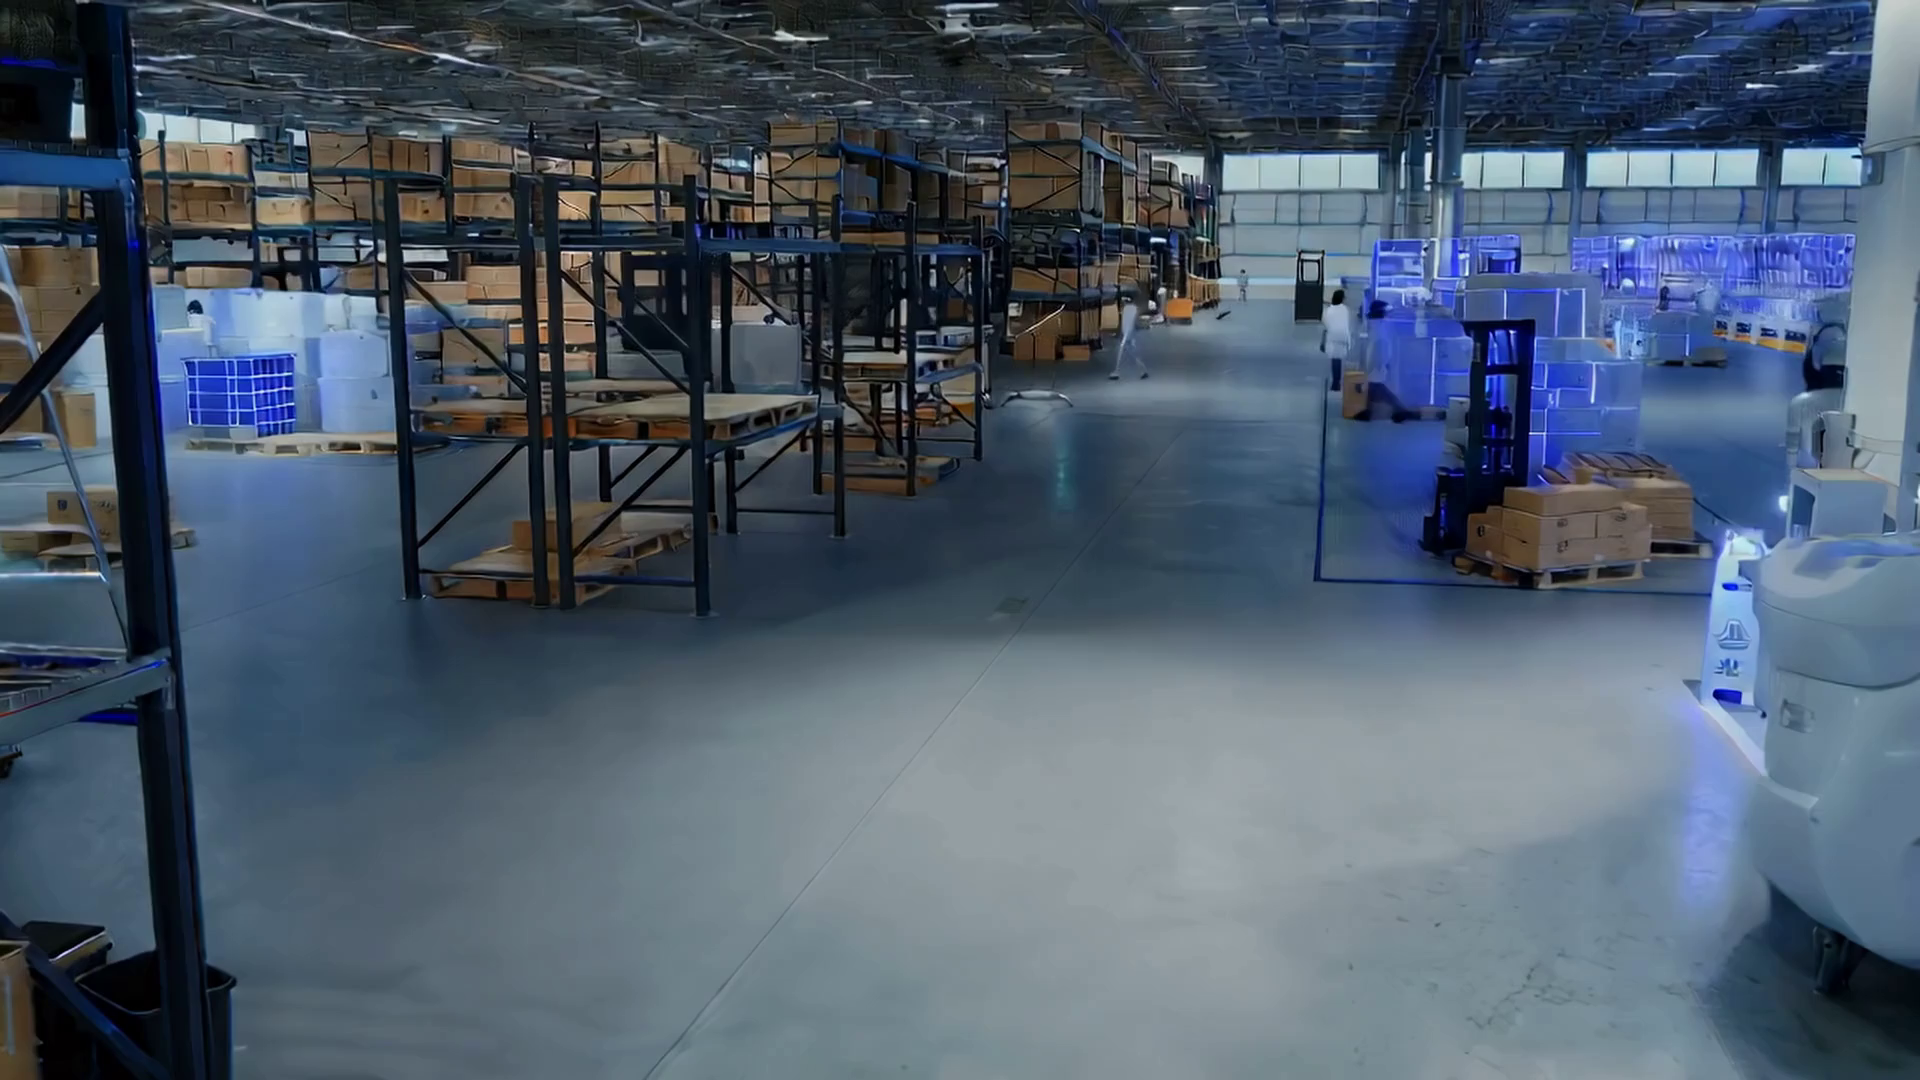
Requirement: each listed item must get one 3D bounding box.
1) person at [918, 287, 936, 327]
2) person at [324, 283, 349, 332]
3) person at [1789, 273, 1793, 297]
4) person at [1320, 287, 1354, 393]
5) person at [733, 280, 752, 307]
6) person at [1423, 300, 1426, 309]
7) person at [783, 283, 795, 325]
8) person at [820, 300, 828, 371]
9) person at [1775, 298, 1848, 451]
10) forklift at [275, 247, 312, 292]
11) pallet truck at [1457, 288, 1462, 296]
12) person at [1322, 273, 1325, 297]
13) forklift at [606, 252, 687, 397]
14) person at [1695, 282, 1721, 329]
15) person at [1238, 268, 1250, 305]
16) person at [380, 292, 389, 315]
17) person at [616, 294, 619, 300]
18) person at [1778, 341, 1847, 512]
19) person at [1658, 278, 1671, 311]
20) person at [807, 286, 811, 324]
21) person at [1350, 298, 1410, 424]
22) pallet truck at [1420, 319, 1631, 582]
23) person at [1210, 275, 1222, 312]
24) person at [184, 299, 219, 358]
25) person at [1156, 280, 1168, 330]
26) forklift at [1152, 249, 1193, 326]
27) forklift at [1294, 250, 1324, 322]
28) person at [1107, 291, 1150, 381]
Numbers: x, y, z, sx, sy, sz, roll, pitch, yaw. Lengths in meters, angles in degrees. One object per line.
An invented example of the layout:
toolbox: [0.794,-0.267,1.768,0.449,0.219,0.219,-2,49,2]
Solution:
person: [-0.735,-4.544,36.076,0.939,1.890,0.598,7,12,36]
person: [-14.447,-4.970,38.424,0.636,1.936,0.355,-2,10,-9]
person: [39.853,-11.877,79.633,0.602,1.830,0.404,-4,10,-22]
person: [6.979,-3.717,30.944,0.633,1.951,0.506,-4,10,-20]
person: [-5.940,-6.142,45.362,0.543,1.939,0.360,2,10,14]
person: [15.823,-7.805,56.144,0.287,1.626,0.497,-7,12,-35]
person: [-5.796,-7.877,56.395,0.336,1.685,0.541,7,12,37]
person: [-2.897,-4.147,34.428,0.315,1.640,0.515,4,10,20]
person: [11.086,-2.109,21.177,1.036,2.000,0.697,9,13,44]
forklift: [-19.500,-7.190,48.784,1.129,2.768,1.873,2,10,12]
pallet truck: [20.506,-9.785,68.819,0.653,1.274,1.630,2,10,12]
person: [19.847,-13.766,91.159,0.418,1.709,0.631,-4,10,-22]
forklift: [-4.664,-3.203,25.172,1.129,2.768,1.873,2,10,12]
person: [20.882,-6.285,46.484,0.662,1.859,1.004,3,10,18]
person: [15.477,-13.761,90.355,0.643,1.974,0.674,-3,10,-19]
person: [-13.621,-5.046,39.589,0.317,1.695,0.540,-4,10,-23]
person: [-8.454,-5.244,40.958,0.527,1.630,0.314,0,10,1]
person: [5.859,-0.376,11.253,0.594,1.924,0.383,2,10,9]
person: [24.589,-8.227,58.084,0.403,1.818,0.596,9,13,42]
person: [-5.652,-9.157,64.148,0.493,1.624,0.280,0,10,-3]
person: [6.409,-2.706,25.157,0.956,1.903,0.559,7,12,35]
pallet truck: [4.543,-0.757,13.299,0.823,1.965,1.885,-4,10,-22]
person: [12.049,-11.609,78.300,0.550,1.748,0.536,2,10,12]
person: [-12.205,-2.934,26.667,0.624,1.841,0.430,-9,13,-43]
person: [7.127,-8.262,58.462,0.418,1.743,0.607,7,12,36]
forklift: [7.646,-9.320,61.395,1.873,2.768,1.129,2,10,11]
forklift: [13.778,-10.002,65.433,1.129,2.768,1.873,2,10,12]
person: [3.487,-4.155,33.941,0.936,1.831,0.512,-5,11,-27]
